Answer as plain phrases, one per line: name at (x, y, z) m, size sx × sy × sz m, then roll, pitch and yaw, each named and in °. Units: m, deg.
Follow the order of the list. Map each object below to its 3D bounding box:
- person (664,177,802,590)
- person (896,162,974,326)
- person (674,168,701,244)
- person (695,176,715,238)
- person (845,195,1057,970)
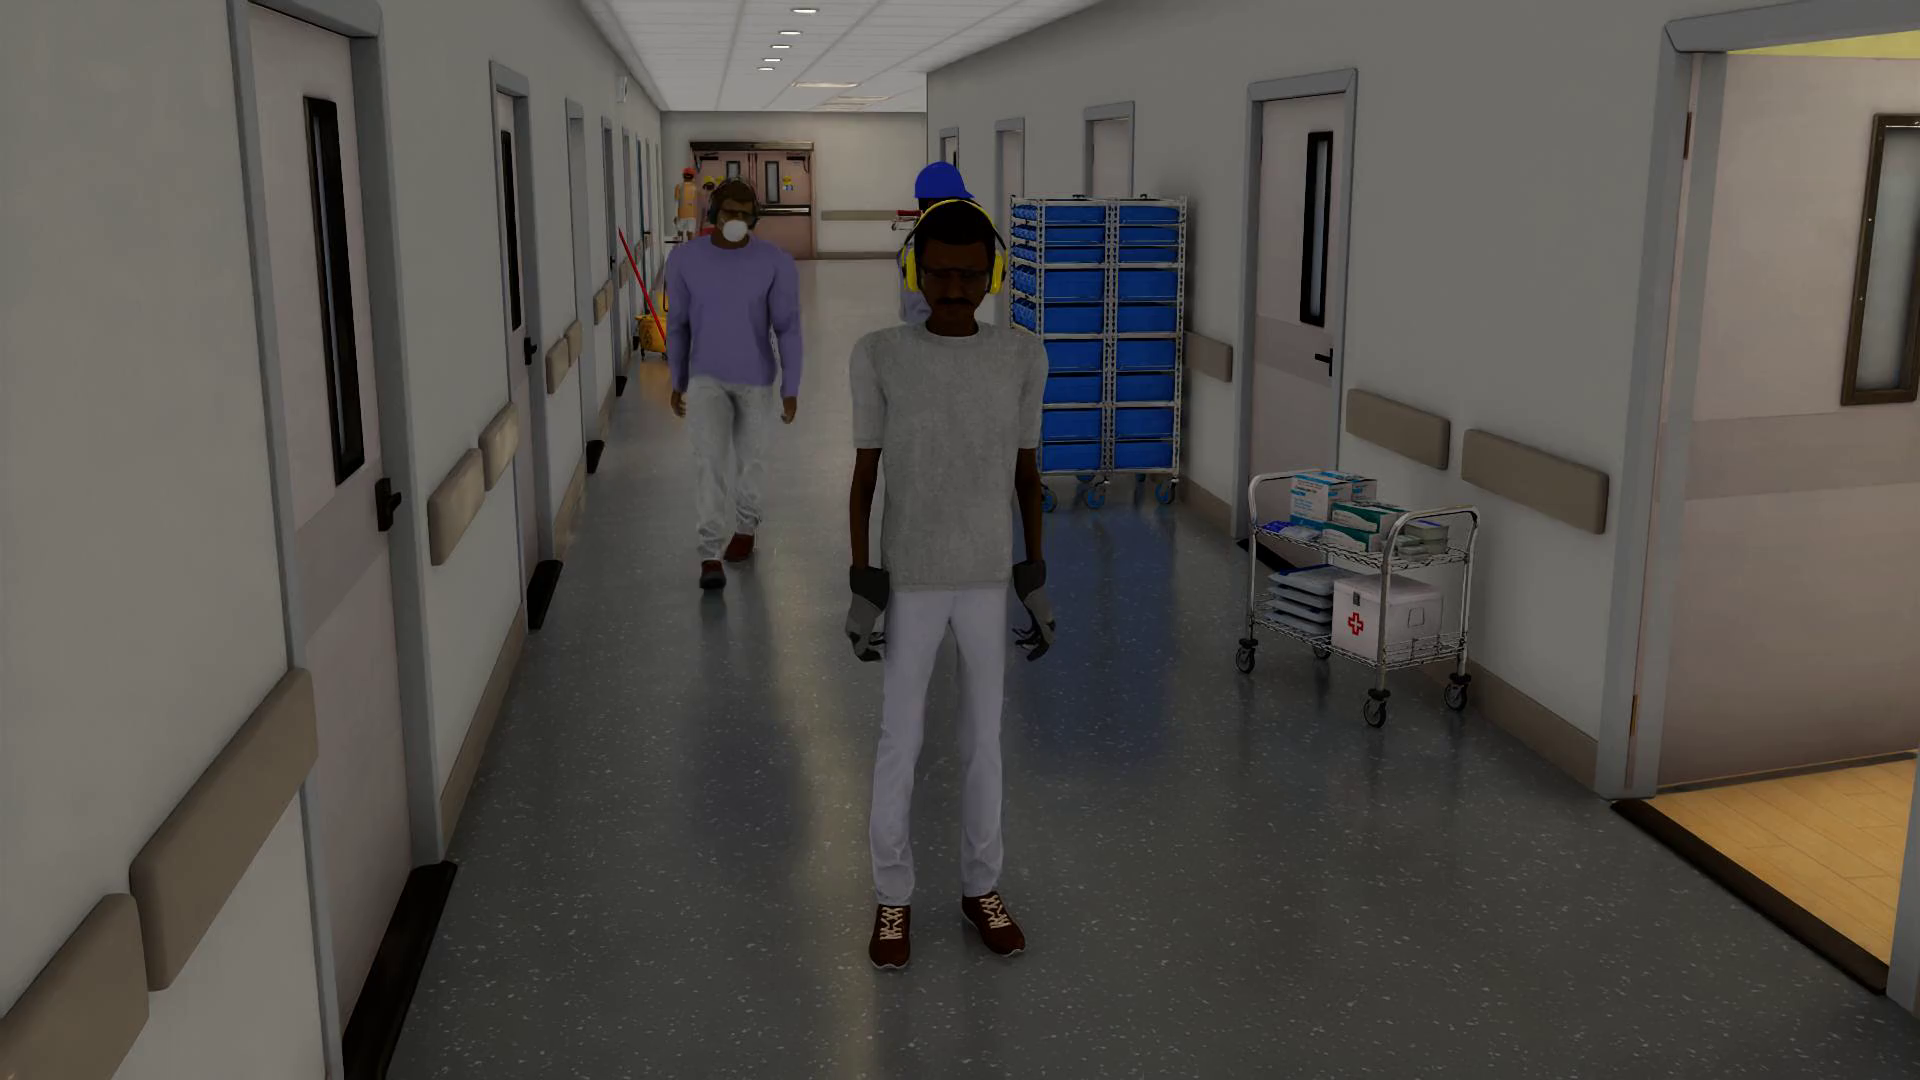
person at (-1.061, -0.743, 7.819) m, size 0.645 × 1.876 × 1.059 m, roll -1°, pitch 13°, yaw -2°
person at (-0.122, -0.898, 8.343) m, size 0.389 × 1.949 × 0.604 m, roll 3°, pitch 13°, yaw 13°
person at (-5.498, -6.537, 33.525) m, size 0.597 × 1.886 × 0.533 m, roll -5°, pitch 14°, yaw -21°
person at (-4.202, -5.225, 27.968) m, size 0.533 × 1.767 × 0.324 m, roll -7°, pitch 15°, yaw -29°
person at (-0.019, 0.119, 4.028) m, size 0.521 × 1.860 × 0.328 m, roll -3°, pitch 13°, yaw -12°
